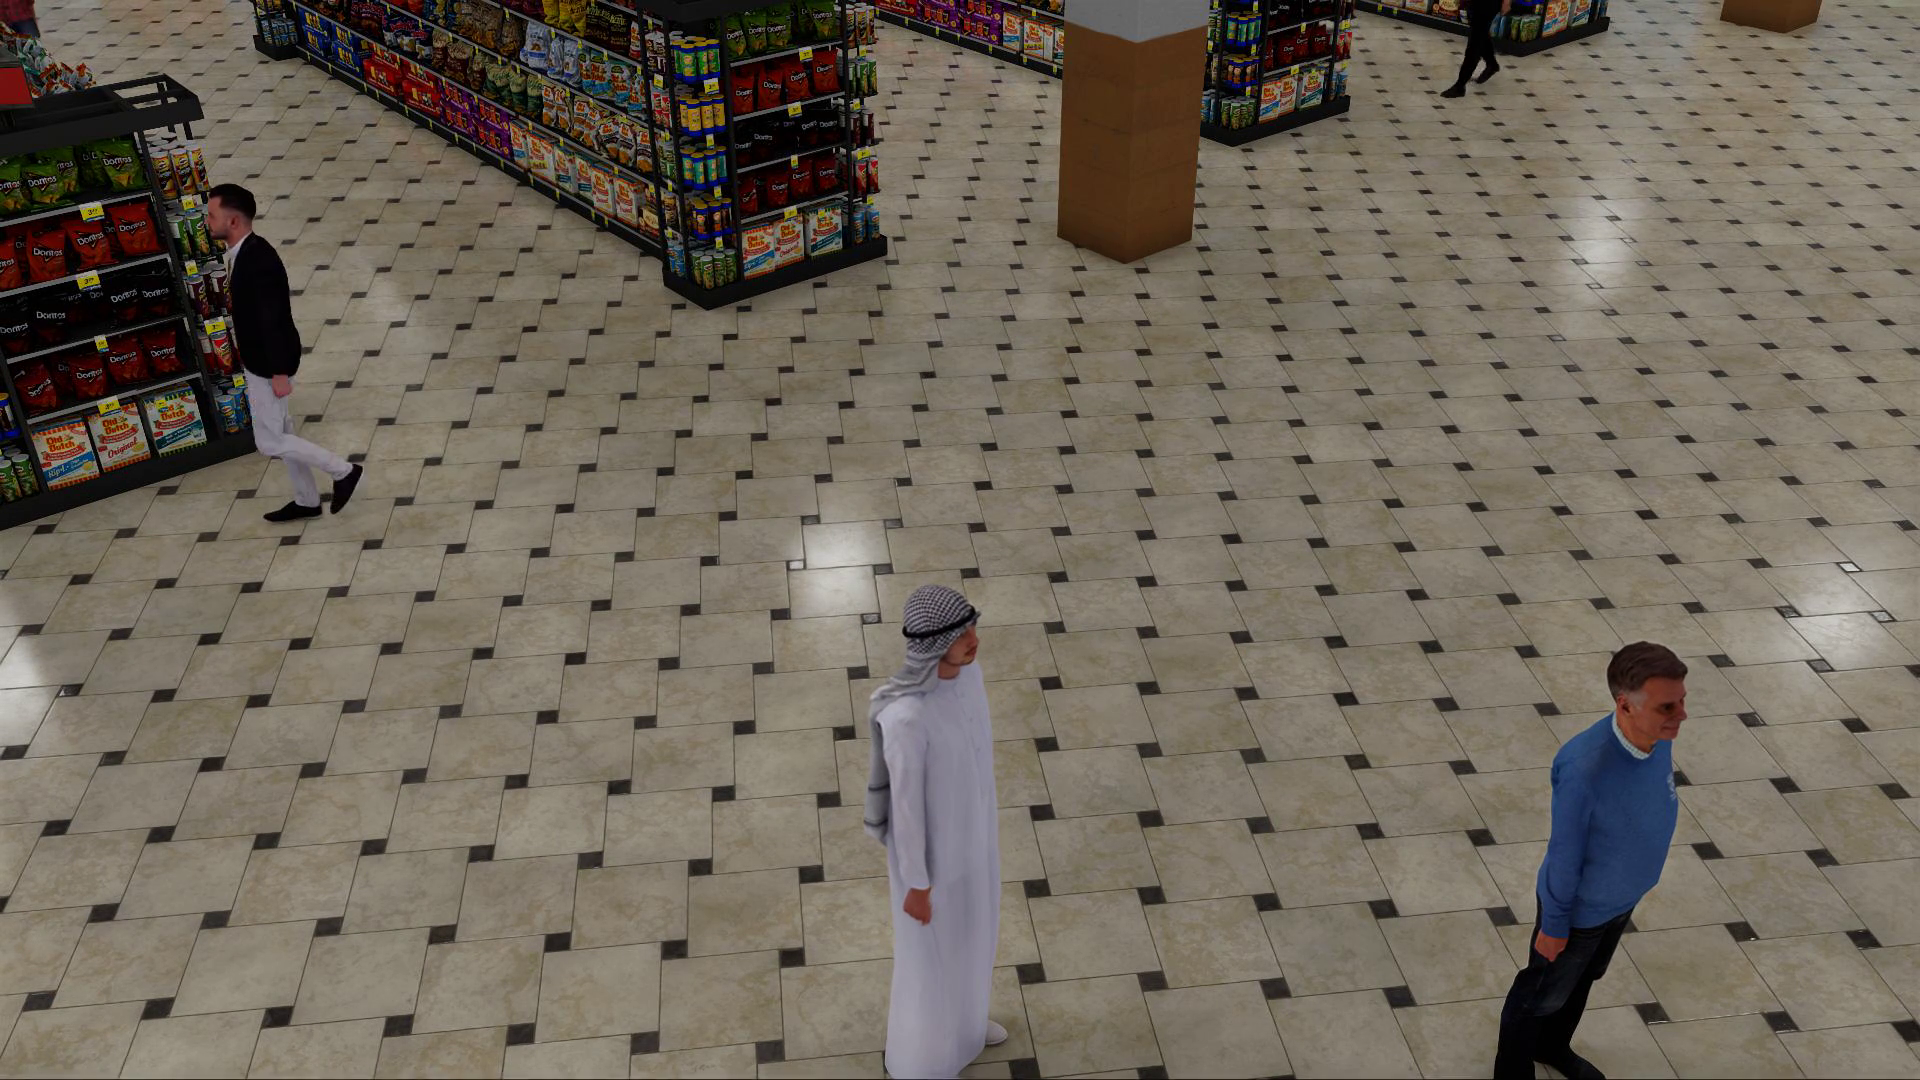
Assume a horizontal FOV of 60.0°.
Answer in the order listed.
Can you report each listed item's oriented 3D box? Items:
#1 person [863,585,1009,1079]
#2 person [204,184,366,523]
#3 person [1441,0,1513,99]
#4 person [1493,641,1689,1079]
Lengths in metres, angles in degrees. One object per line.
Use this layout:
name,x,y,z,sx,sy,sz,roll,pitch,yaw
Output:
person,-0.063,0.956,5.258,0.798,1.927,0.791,13,34,19
person,-3.350,-0.896,8.330,0.840,1.826,0.795,-14,35,-21
person,4.717,-4.847,14.777,0.758,1.723,1.106,-20,37,-29
person,1.961,1.067,5.181,0.643,1.819,0.544,-24,39,-33
